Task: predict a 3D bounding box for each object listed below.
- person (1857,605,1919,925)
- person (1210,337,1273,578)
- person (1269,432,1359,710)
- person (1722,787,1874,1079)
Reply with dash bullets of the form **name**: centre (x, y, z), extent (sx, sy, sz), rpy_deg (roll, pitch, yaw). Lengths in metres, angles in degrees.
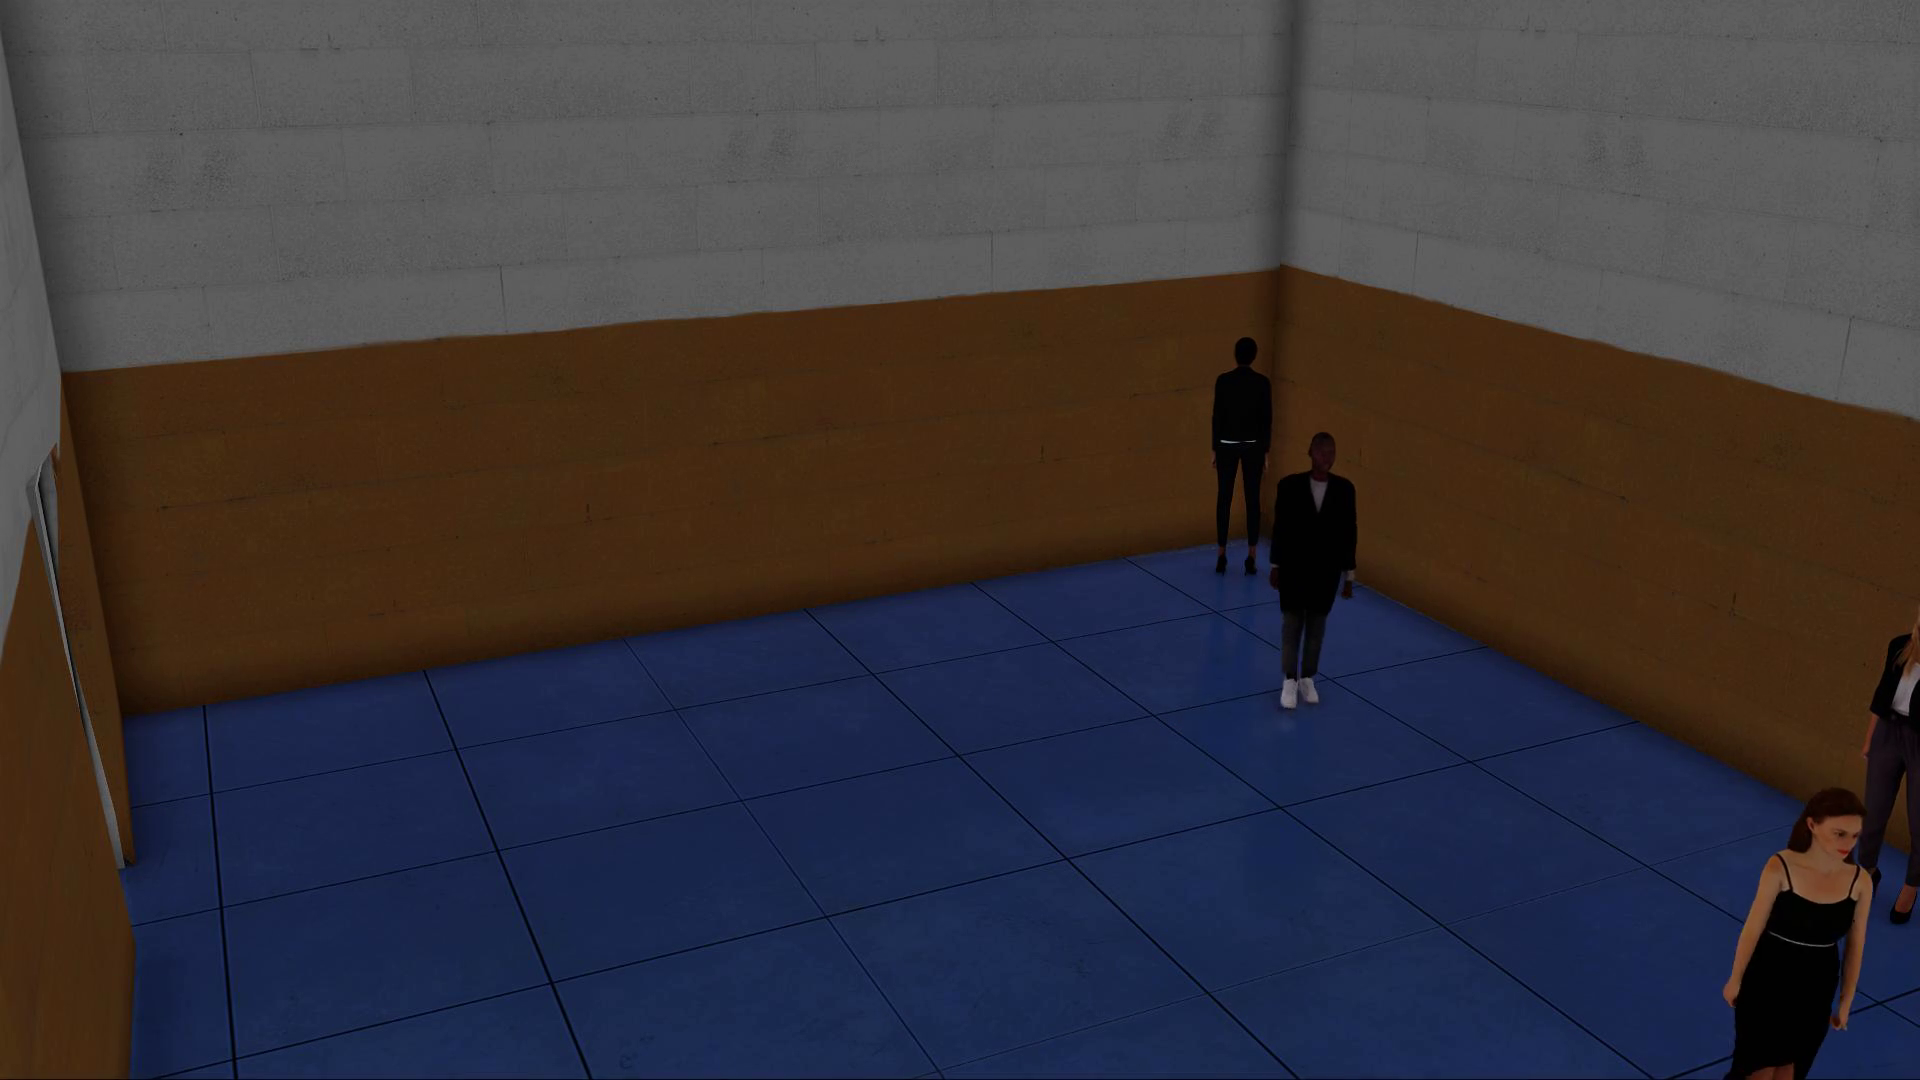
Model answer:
- **person**: centre (4.524, 1.016, 7.894), extent (0.558, 1.671, 0.620), rpy_deg (-11, 22, -30)
- **person**: centre (2.106, -0.624, 12.502), extent (0.655, 1.834, 0.731), rpy_deg (5, 19, 14)
- **person**: centre (2.158, 0.162, 10.307), extent (0.736, 1.746, 0.836), rpy_deg (1, 19, 2)
- **person**: centre (3.070, 1.619, 6.202), extent (0.731, 1.609, 0.795), rpy_deg (4, 19, 11)
